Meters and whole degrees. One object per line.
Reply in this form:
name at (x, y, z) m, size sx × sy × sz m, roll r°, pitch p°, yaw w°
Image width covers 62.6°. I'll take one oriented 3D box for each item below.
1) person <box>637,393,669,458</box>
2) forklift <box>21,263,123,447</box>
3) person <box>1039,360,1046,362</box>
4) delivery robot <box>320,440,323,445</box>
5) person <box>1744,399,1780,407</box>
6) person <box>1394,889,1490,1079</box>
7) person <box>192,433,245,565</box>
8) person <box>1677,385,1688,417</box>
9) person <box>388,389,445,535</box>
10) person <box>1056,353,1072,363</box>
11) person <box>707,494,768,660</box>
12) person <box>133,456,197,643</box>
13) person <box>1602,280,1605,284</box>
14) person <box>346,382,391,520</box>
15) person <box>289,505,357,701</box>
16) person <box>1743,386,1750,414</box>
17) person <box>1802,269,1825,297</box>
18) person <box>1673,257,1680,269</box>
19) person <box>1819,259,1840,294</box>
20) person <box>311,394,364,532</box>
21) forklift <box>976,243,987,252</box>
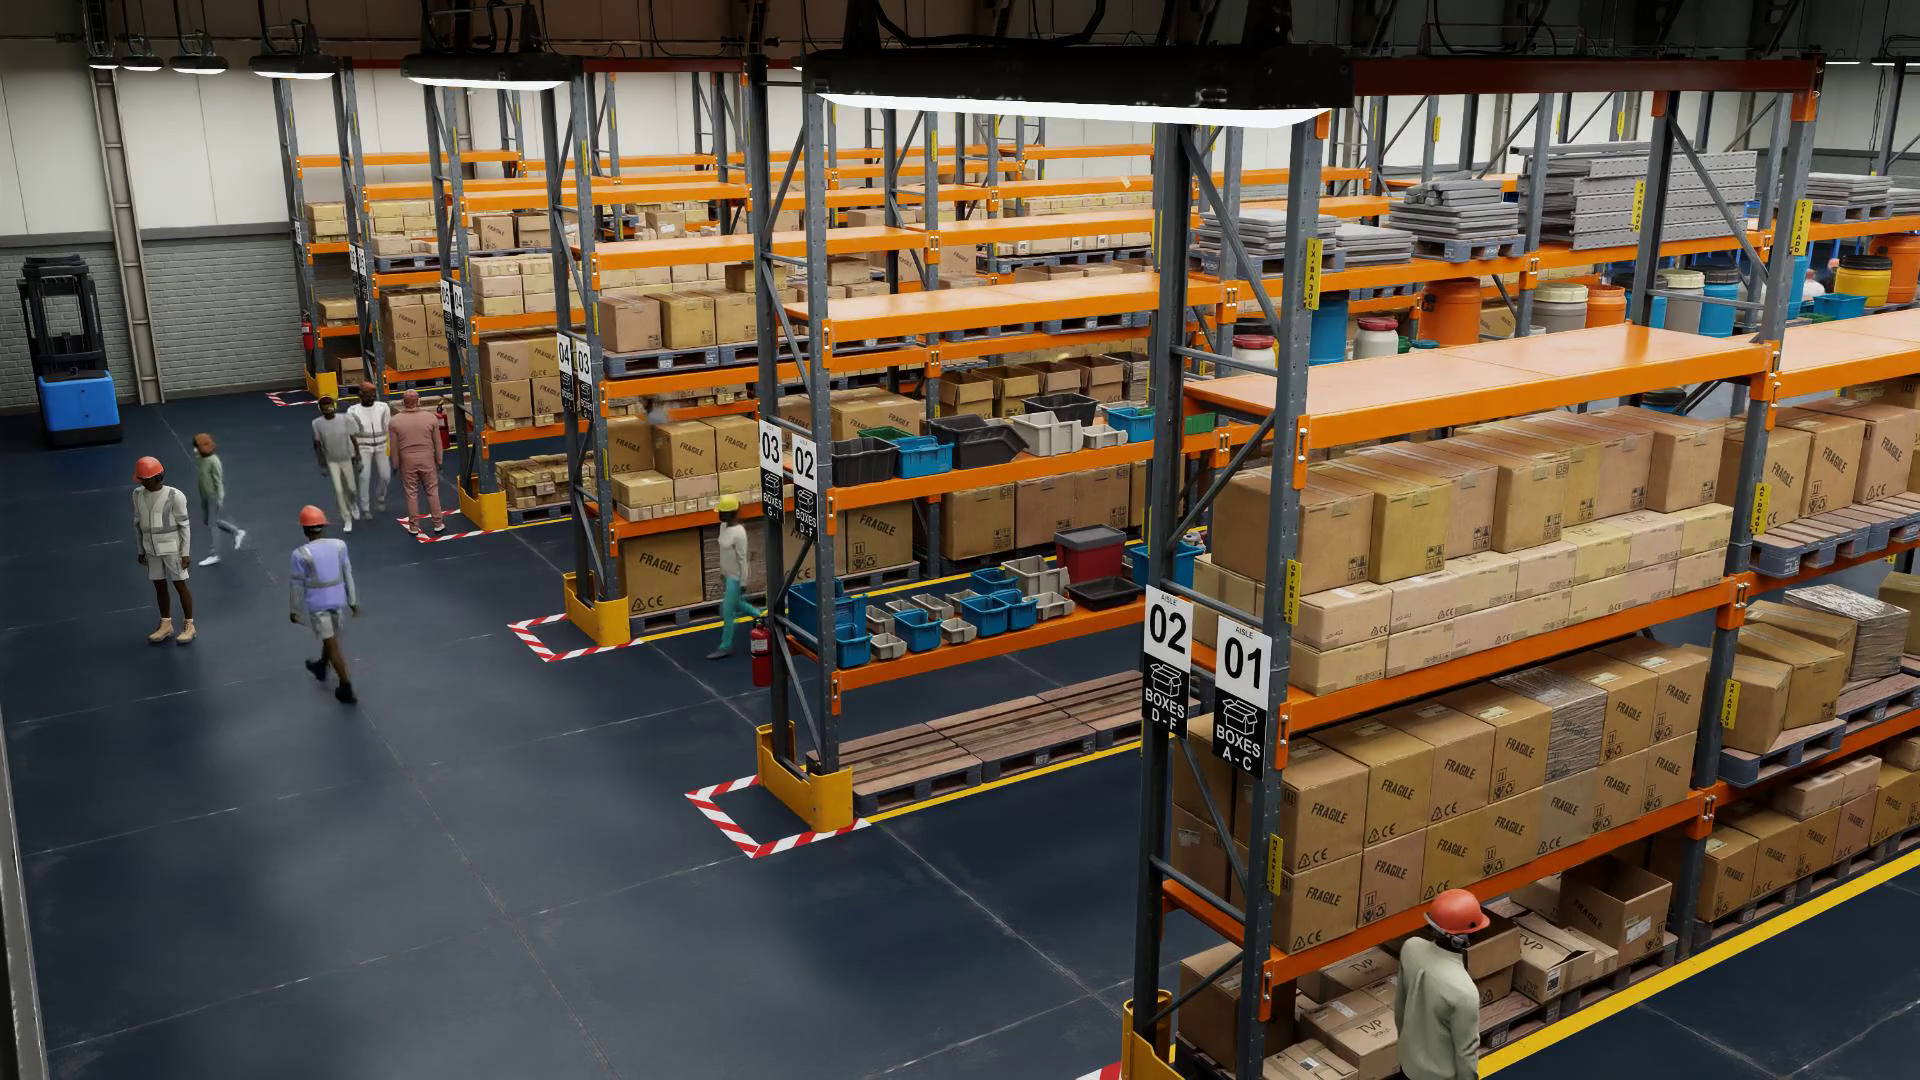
person at (-4.035, -1.048, 20.659) m, size 1.018 × 1.881 × 0.645 m, roll -8°, pitch 19°, yaw -23°
forklift at (-14.518, -3.079, 25.708) m, size 1.129 × 2.768 × 1.873 m, roll -10°, pitch 20°, yaw -31°
person at (1.086, -1.643, 22.665) m, size 0.657 × 1.865 × 0.582 m, roll -16°, pitch 23°, yaw -42°
delivery robot at (-9.998, -1.711, 24.989) m, size 0.477 × 0.478 × 0.707 m, roll -6°, pitch 18°, yaw -18°
person at (14.206, -3.276, 27.999) m, size 0.976 × 1.852 × 0.676 m, roll -7°, pitch 18°, yaw -22°
person at (2.469, 2.709, 8.149) m, size 0.383 × 1.996 × 0.609 m, roll -5°, pitch 18°, yaw -17°
person at (-9.184, -0.536, 19.431) m, size 0.519 × 1.617 × 0.632 m, roll 13°, pitch 21°, yaw 37°
person at (11.865, -2.740, 26.197) m, size 0.634 × 1.895 × 0.587 m, roll -4°, pitch 17°, yaw -13°
person at (-7.053, -1.018, 20.520) m, size 0.648 × 1.907 × 0.401 m, roll -6°, pitch 18°, yaw -19°
person at (1.588, -1.905, 23.594) m, size 0.704 × 1.805 × 0.619 m, roll -15°, pitch 22°, yaw -40°
person at (-2.285, 0.343, 16.346) m, size 0.755 × 1.740 × 0.532 m, roll -9°, pitch 19°, yaw -28°
person at (-8.410, 0.101, 16.638) m, size 0.605 × 2.034 × 0.390 m, roll 3°, pitch 17°, yaw 9°
person at (13.535, -5.063, 33.935) m, size 0.435 × 1.816 × 0.606 m, roll -3°, pitch 17°, yaw -11°
person at (-7.907, -1.208, 21.210) m, size 0.592 × 1.862 × 0.450 m, roll -12°, pitch 21°, yaw -34°
person at (-6.221, 0.584, 15.297) m, size 0.972 × 1.884 × 0.572 m, roll 13°, pitch 21°, yaw 36°
person at (12.206, -2.038, 24.270) m, size 0.524 × 1.663 × 0.808 m, roll -9°, pitch 19°, yaw -28°
person at (17.413, -4.654, 32.557) m, size 0.652 × 1.847 × 1.054 m, roll 1°, pitch 17°, yaw 4°
person at (15.556, -5.225, 34.355) m, size 0.647 × 1.893 × 1.011 m, roll 3°, pitch 17°, yaw 10°
person at (18.411, -4.980, 33.447) m, size 0.625 × 1.954 × 0.928 m, roll -3°, pitch 17°, yaw -10°
person at (-8.134, -1.036, 20.694) m, size 0.577 × 1.840 × 0.577 m, roll -6°, pitch 18°, yaw -19°
forklift at (0.988, -5.474, 34.718) m, size 1.214 × 2.155 × 2.313 m, roll -10°, pitch 20°, yaw -31°
